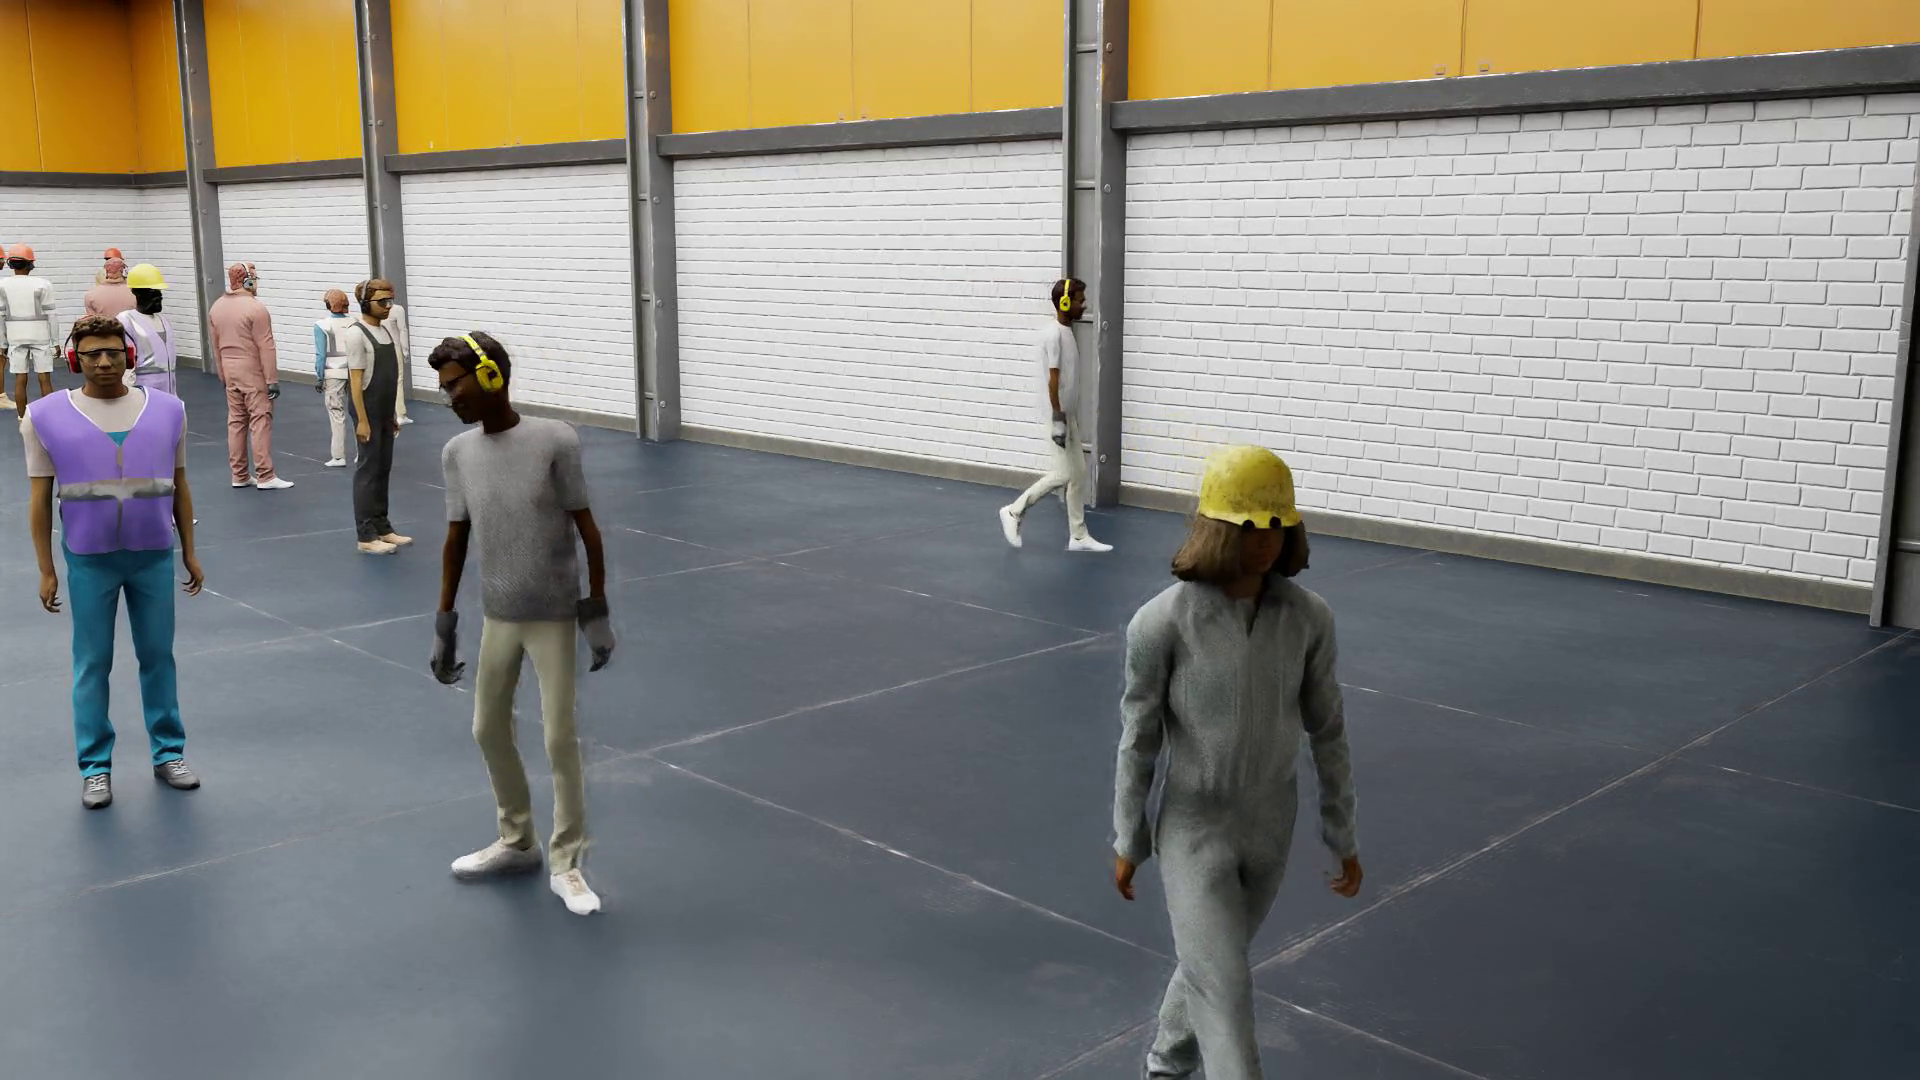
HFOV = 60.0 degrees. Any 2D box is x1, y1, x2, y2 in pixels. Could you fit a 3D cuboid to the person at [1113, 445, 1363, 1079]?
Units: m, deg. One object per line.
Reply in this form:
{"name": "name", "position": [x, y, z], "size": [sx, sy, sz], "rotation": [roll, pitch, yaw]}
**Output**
{"name": "person", "position": [0.614, 0.637, 3.591], "size": [0.506, 1.687, 0.891], "rotation": [-4, 11, -22]}

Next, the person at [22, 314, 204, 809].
{"name": "person", "position": [-3.188, 0.068, 6.303], "size": [0.575, 1.843, 0.375], "rotation": [-9, 14, -40]}

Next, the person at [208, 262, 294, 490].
{"name": "person", "position": [-5.953, -1.368, 13.973], "size": [0.651, 1.907, 0.409], "rotation": [5, 12, 26]}

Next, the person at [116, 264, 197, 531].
{"name": "person", "position": [-5.821, -1.021, 12.019], "size": [0.374, 1.925, 0.596], "rotation": [1, 10, 4]}

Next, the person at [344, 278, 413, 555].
{"name": "person", "position": [-3.933, -0.831, 11.212], "size": [0.342, 1.845, 0.506], "rotation": [1, 10, 6]}

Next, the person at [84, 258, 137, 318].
{"name": "person", "position": [-8.662, -1.962, 17.231], "size": [0.639, 1.902, 0.407], "rotation": [-4, 11, -21]}

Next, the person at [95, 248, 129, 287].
{"name": "person", "position": [-13.191, -3.592, 26.030], "size": [0.544, 1.933, 0.376], "rotation": [-1, 10, -4]}

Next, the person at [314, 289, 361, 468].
{"name": "person", "position": [-5.705, -1.488, 15.355], "size": [0.307, 1.639, 0.525], "rotation": [8, 13, 38]}

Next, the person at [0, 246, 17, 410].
{"name": "person", "position": [-11.780, -2.614, 20.393], "size": [0.370, 2.044, 0.608], "rotation": [-7, 12, -33]}

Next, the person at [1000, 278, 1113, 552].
{"name": "person", "position": [0.655, -0.821, 11.137], "size": [0.698, 1.849, 0.562], "rotation": [3, 11, 18]}

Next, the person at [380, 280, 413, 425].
{"name": "person", "position": [-6.459, -2.110, 18.764], "size": [0.498, 1.633, 0.285], "rotation": [0, 10, 3]}

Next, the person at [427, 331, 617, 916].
{"name": "person", "position": [-1.390, 0.261, 5.301], "size": [0.647, 1.839, 0.362], "rotation": [3, 11, 16]}

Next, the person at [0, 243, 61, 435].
{"name": "person", "position": [-9.951, -2.136, 17.783], "size": [0.608, 2.044, 0.372], "rotation": [-3, 11, -16]}
